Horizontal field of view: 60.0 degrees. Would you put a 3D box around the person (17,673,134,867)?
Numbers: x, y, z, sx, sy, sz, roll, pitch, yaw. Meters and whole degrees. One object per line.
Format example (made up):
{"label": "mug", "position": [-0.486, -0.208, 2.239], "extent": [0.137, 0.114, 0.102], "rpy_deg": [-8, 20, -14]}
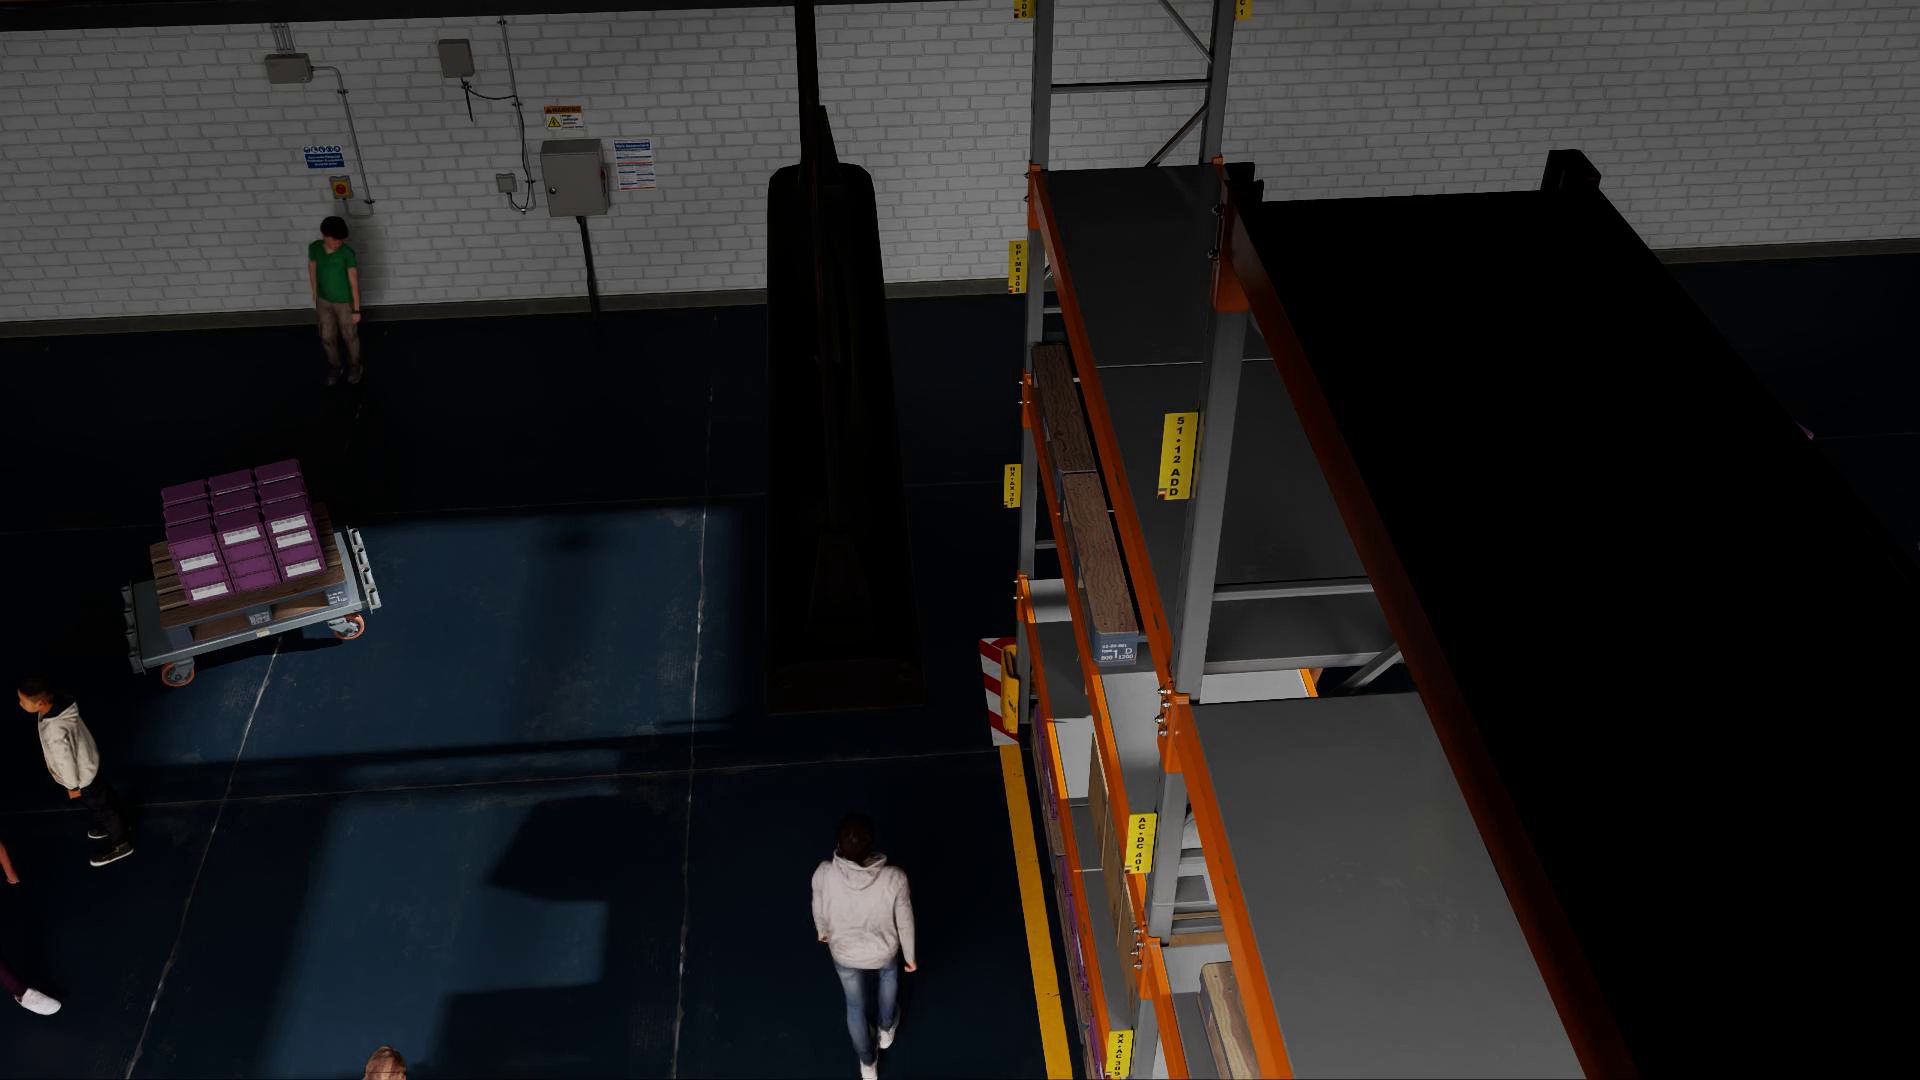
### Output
{"label": "person", "position": [-5.301, 1.339, 10.009], "extent": [0.697, 1.453, 0.542], "rpy_deg": [-15, 41, -18]}

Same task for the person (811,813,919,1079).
{"label": "person", "position": [-0.503, 2.195, 8.630], "extent": [0.704, 1.837, 0.731], "rpy_deg": [-1, 39, -1]}

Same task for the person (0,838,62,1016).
{"label": "person", "position": [-5.529, 1.845, 9.152], "extent": [1.152, 1.732, 1.174], "rpy_deg": [24, 45, 27]}

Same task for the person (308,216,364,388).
{"label": "person", "position": [-5.292, -2.051, 14.132], "extent": [0.714, 1.605, 0.652], "rpy_deg": [10, 40, 13]}
